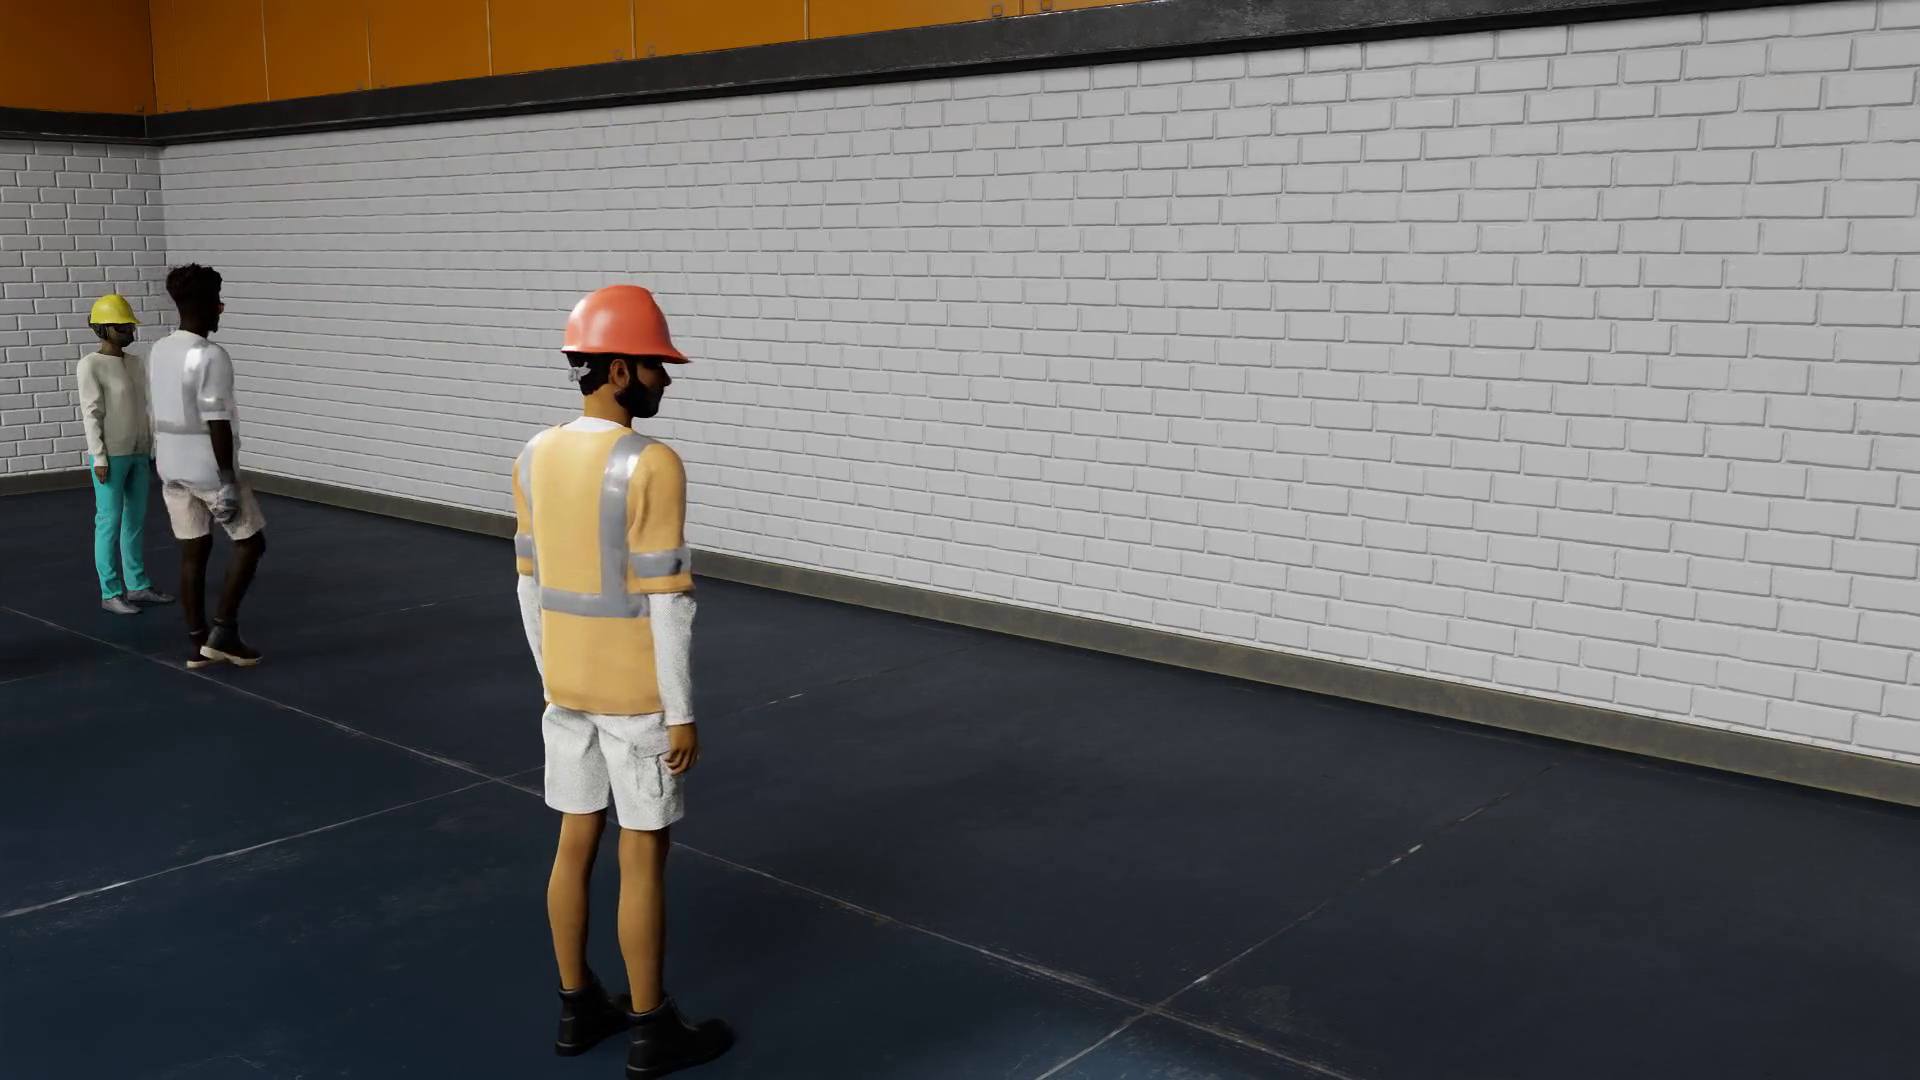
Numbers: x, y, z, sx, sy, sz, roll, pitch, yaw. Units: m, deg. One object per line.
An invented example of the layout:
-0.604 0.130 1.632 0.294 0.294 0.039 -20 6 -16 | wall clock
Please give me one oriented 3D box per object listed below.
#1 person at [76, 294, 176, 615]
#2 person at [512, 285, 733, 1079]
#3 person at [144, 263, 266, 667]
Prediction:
-4.666 -0.477 9.282 0.309 1.769 0.525 1 10 8 | person
-0.836 0.350 4.093 0.547 1.934 0.376 7 12 36 | person
-3.634 -0.345 7.999 0.648 1.955 0.408 6 12 30 | person
